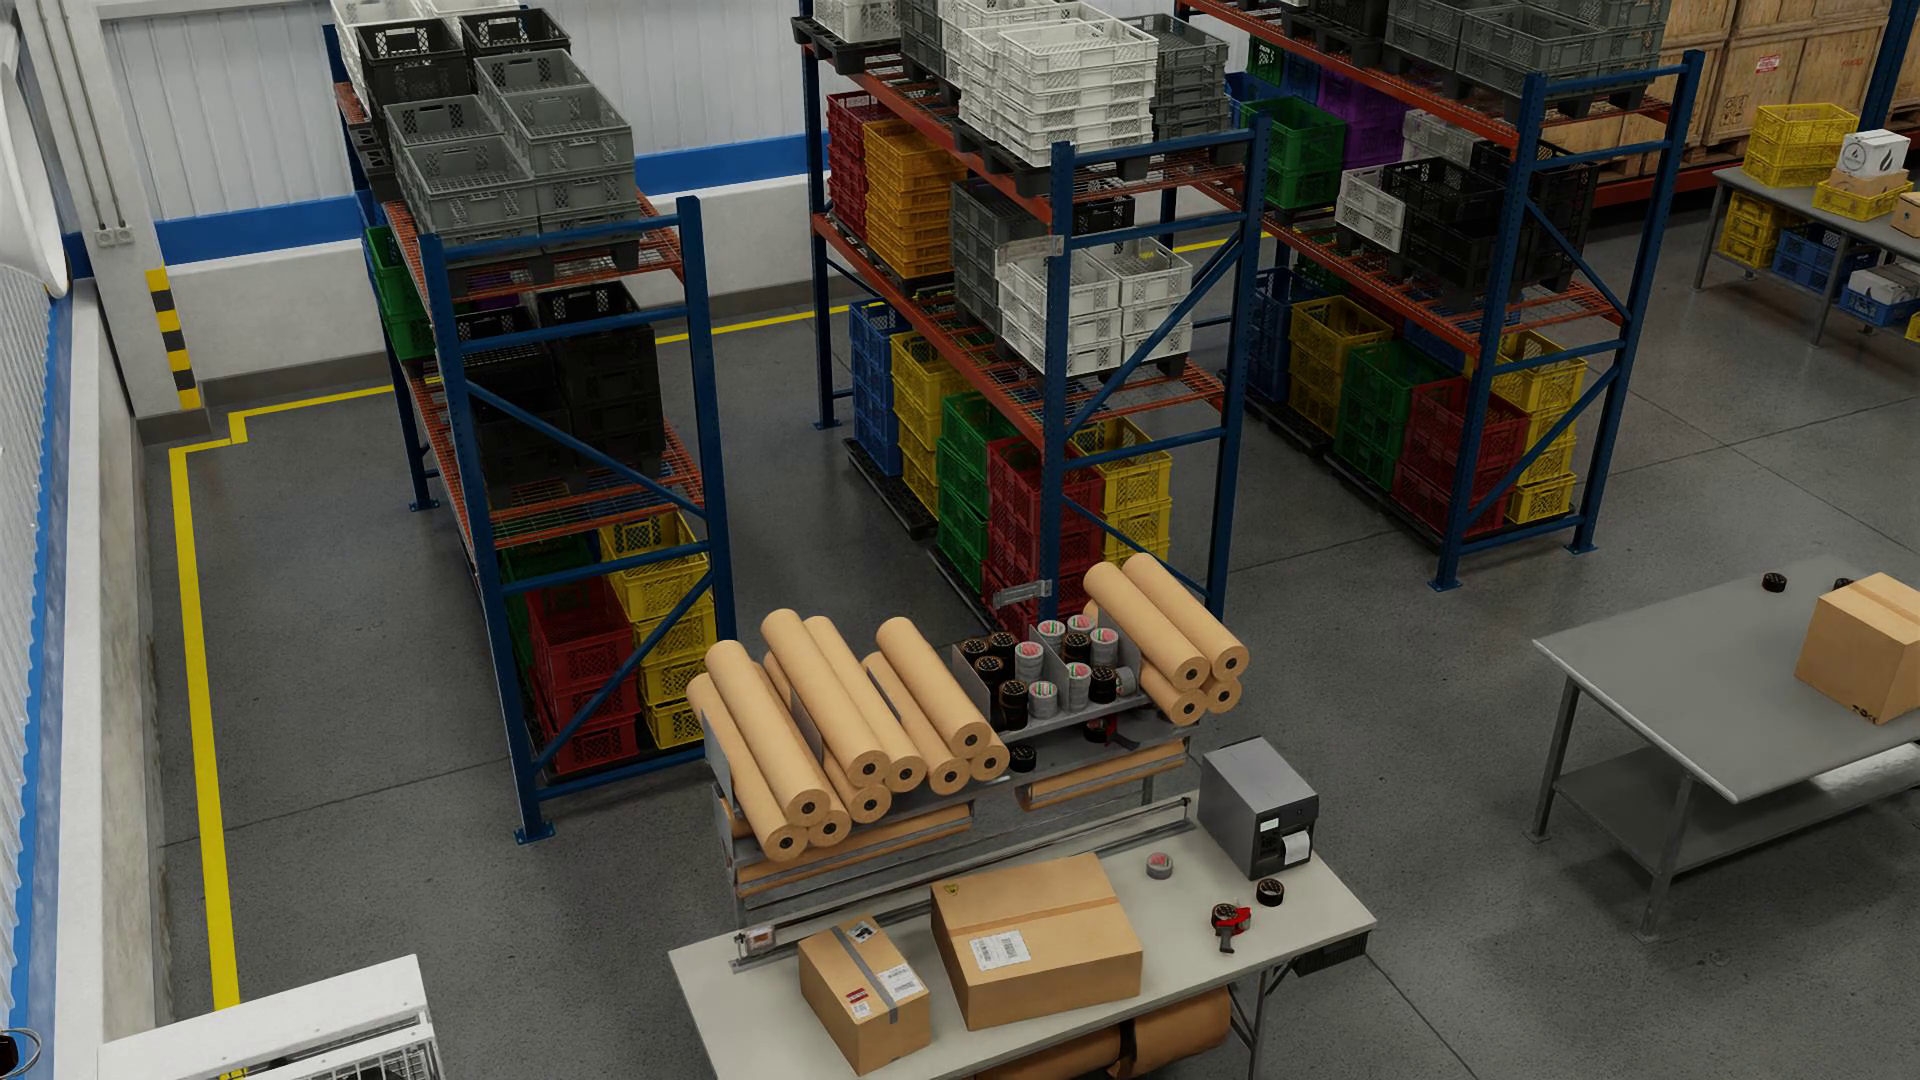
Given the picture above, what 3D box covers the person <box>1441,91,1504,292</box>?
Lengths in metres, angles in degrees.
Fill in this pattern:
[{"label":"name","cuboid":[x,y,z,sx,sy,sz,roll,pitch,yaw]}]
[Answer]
[{"label":"person","cuboid":[3.699,-2.377,12.263,0.448,1.913,0.663,3,32,5]}]
